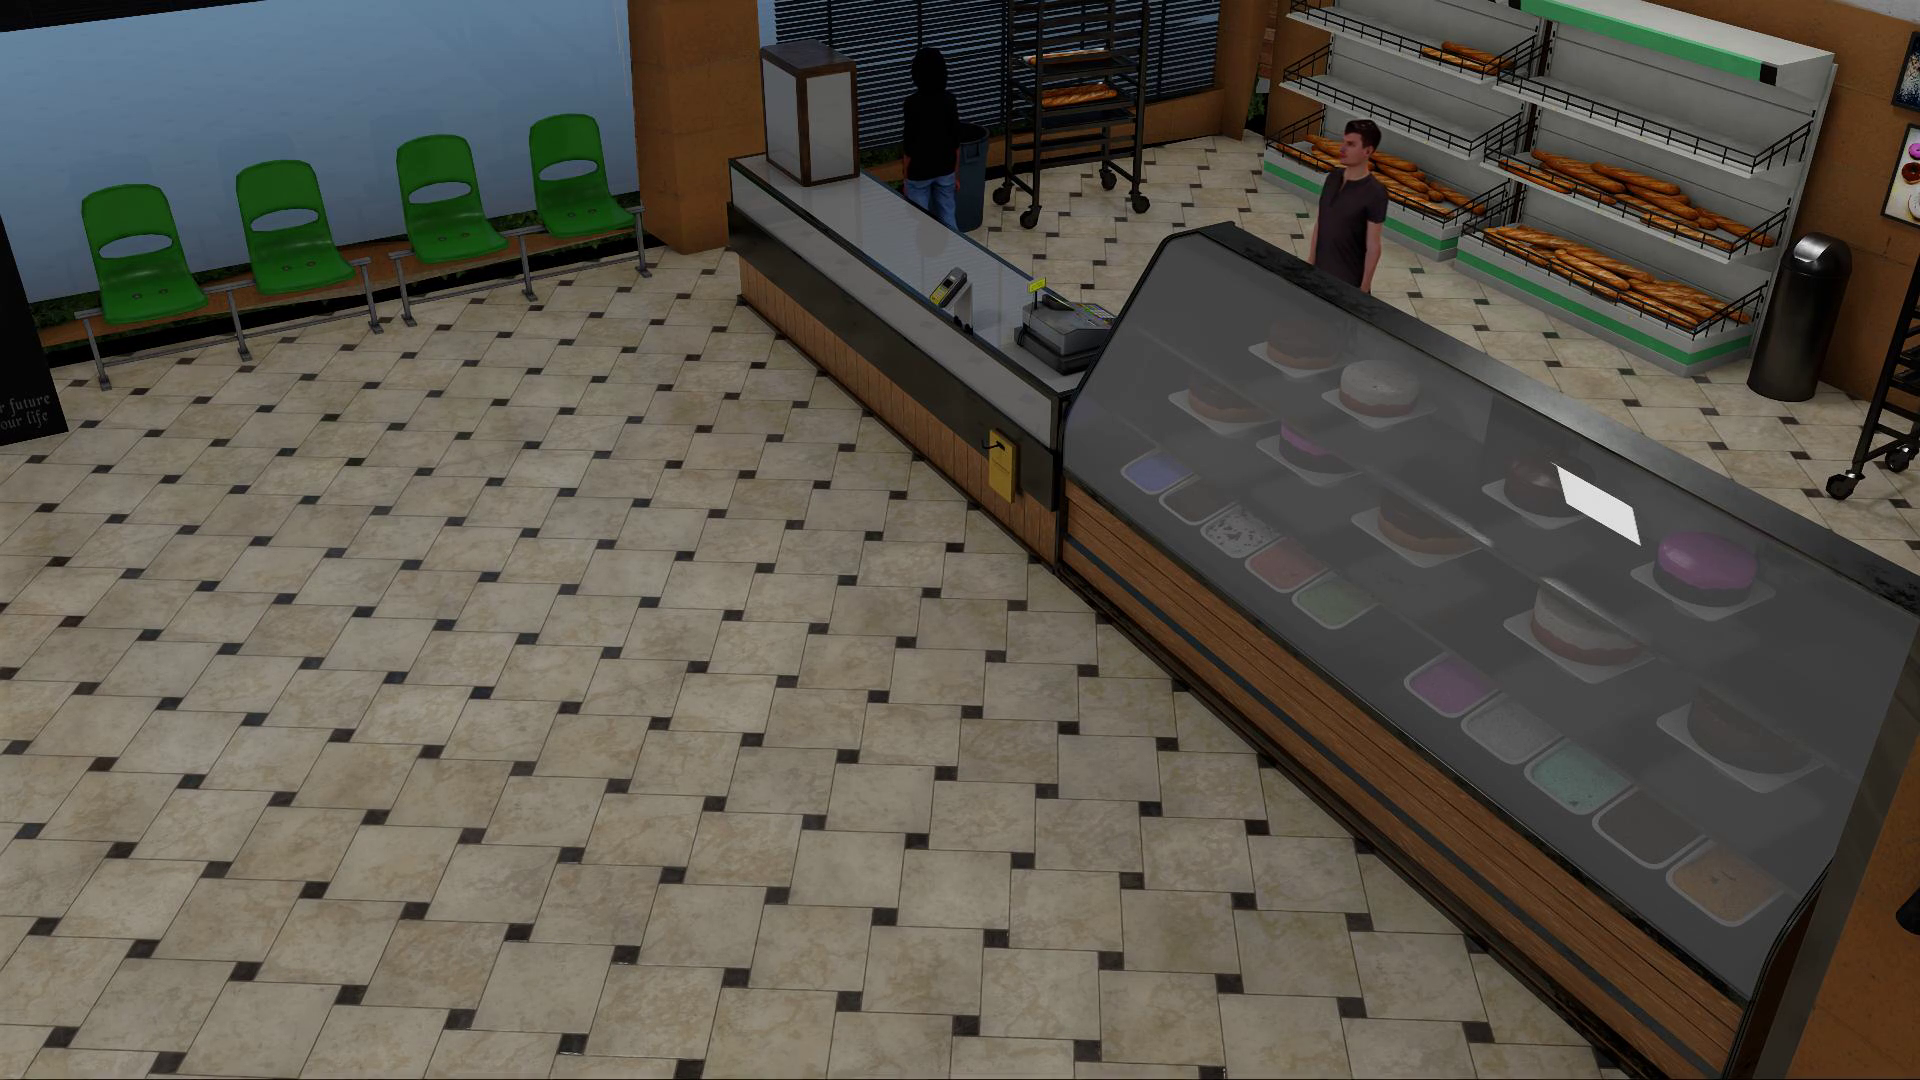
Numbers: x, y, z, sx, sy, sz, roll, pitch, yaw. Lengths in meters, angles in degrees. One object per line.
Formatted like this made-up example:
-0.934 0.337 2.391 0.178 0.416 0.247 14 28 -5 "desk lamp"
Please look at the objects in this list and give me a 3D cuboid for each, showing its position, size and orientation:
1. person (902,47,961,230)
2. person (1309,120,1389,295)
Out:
-0.198 -2.402 10.995 0.513 1.701 0.660 -12 34 -18 "person"
2.144 -1.454 9.329 0.532 1.853 0.643 -16 35 -24 "person"
